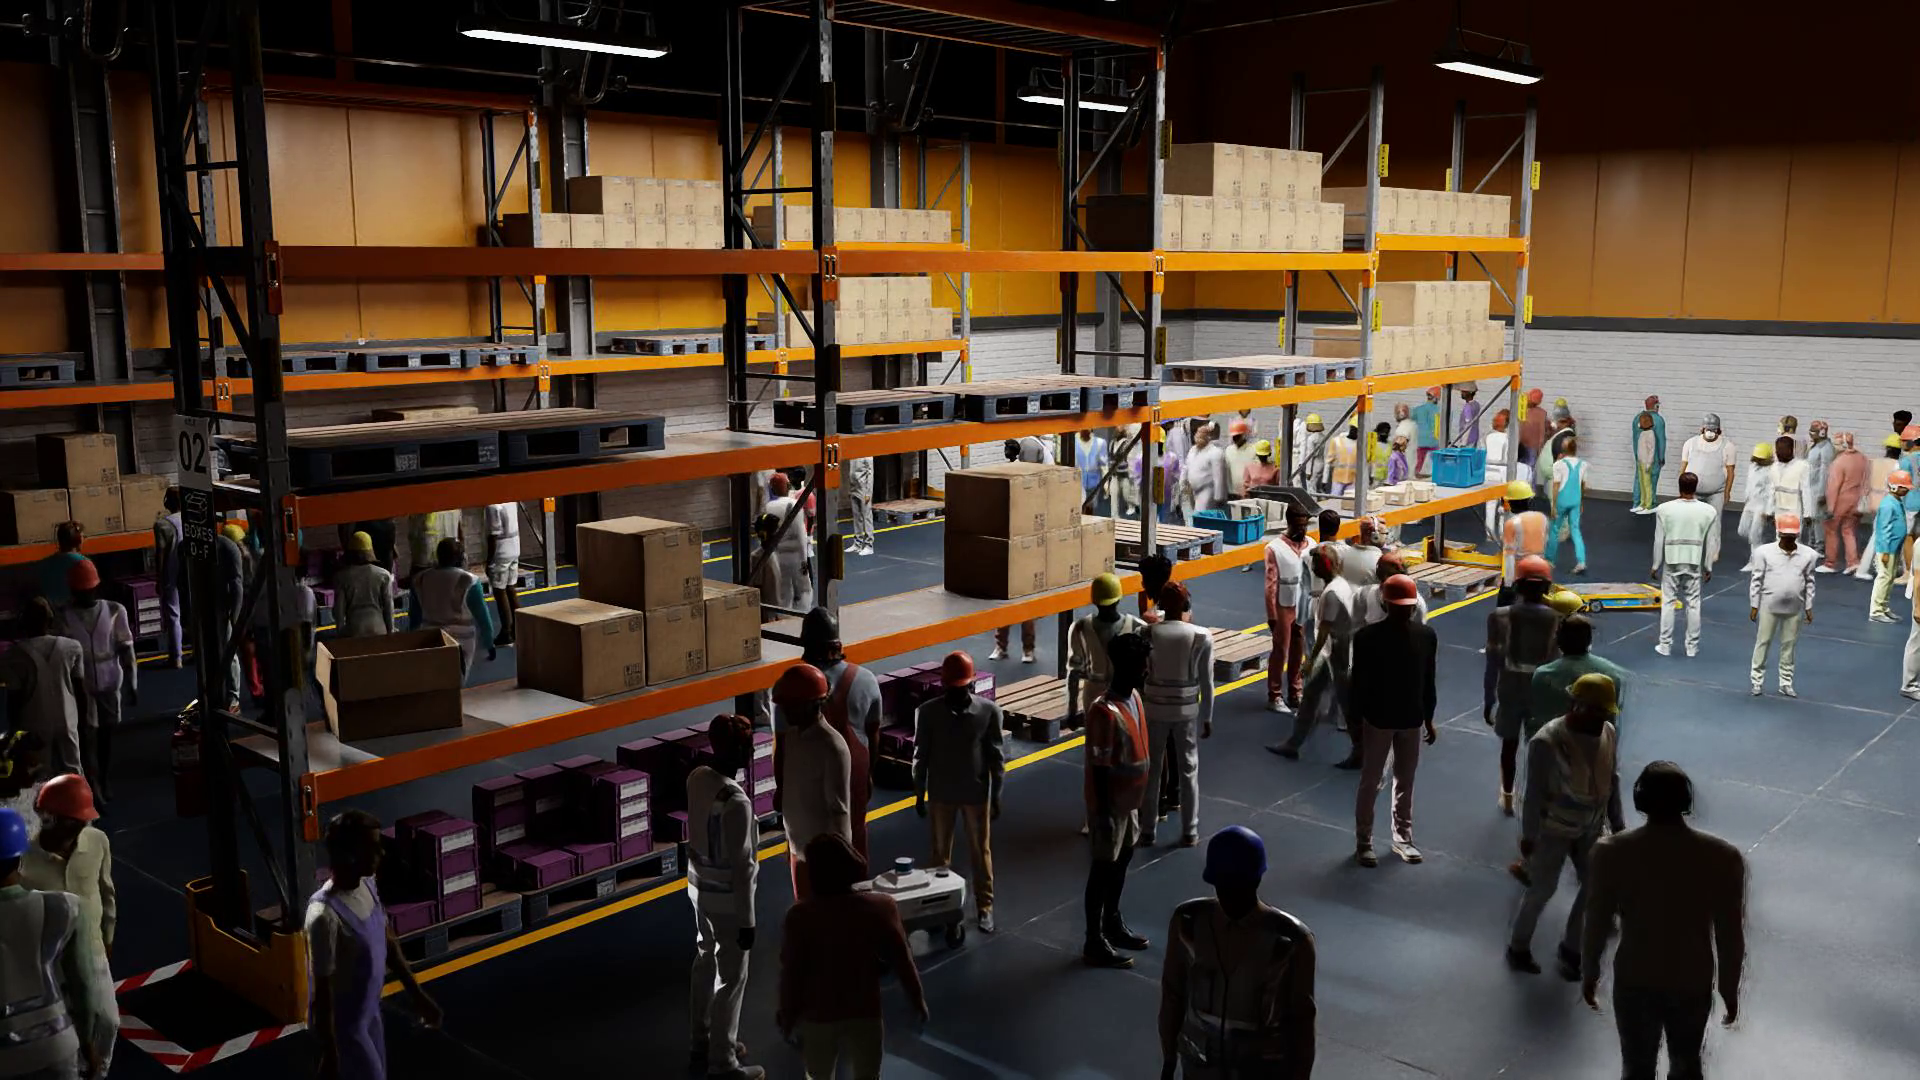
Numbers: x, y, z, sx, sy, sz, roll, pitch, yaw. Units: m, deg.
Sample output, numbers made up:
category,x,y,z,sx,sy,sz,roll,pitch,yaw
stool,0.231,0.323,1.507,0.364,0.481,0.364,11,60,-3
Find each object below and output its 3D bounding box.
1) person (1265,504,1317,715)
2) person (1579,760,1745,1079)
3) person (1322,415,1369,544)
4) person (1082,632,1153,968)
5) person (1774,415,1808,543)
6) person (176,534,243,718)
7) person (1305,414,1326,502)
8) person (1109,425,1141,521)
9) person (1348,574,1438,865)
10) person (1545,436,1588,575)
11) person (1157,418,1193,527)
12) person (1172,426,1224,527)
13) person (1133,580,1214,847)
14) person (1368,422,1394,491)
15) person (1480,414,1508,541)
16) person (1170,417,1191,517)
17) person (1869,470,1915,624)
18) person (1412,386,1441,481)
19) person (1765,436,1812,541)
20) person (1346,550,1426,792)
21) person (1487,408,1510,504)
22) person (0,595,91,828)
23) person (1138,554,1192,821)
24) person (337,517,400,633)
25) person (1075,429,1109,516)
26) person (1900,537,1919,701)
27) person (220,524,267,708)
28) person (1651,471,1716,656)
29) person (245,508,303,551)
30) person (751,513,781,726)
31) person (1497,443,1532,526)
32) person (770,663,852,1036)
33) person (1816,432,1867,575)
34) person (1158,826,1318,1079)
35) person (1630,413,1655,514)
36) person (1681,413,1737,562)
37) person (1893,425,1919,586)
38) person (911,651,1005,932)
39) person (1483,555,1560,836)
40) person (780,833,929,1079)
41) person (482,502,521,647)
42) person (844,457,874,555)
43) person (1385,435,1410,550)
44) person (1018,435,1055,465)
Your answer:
category,x,y,z,sx,sy,sz,roll,pitch,yaw
person,2.978,0.614,15.023,0.597,1.909,0.405,-7,12,-34
person,3.033,1.910,7.252,0.655,1.920,0.434,2,10,13
person,5.520,-0.847,23.792,0.656,1.895,0.482,1,10,4
person,0.916,1.490,9.653,0.376,1.959,0.608,5,11,26
person,11.583,-0.779,23.286,0.648,1.931,0.378,-6,11,-32
person,-6.664,0.639,14.774,0.627,1.940,0.372,2,10,12
person,5.457,-1.084,25.684,0.321,1.737,0.487,8,12,40
person,2.549,-0.999,25.537,0.655,1.617,0.528,-6,11,-34
person,2.930,1.205,11.226,0.625,1.992,0.386,-2,10,-10
person,7.974,-0.460,21.756,0.524,1.806,0.961,-2,10,-9
person,3.090,-0.979,24.587,0.935,1.879,0.617,0,10,2
person,3.188,-0.616,22.506,0.963,1.847,0.678,-3,10,-19
person,1.470,1.208,11.573,0.578,1.876,0.350,1,10,7
person,6.334,-0.976,25.227,0.533,1.677,0.643,-2,10,-11
person,7.828,-0.908,24.278,0.486,1.846,0.615,-9,13,-44
person,3.523,-1.322,26.530,0.386,1.929,0.548,-8,12,-38
person,10.515,0.071,18.761,0.349,1.740,0.575,8,12,39
person,8.012,-1.657,28.444,0.657,1.962,0.482,7,12,37
person,10.430,-0.359,20.900,0.437,1.879,0.683,-2,10,-15
person,3.362,0.976,13.024,0.561,1.855,0.830,7,12,36
person,9.140,-1.426,28.072,0.512,1.603,0.722,5,11,29
person,-6.158,1.281,11.225,0.346,1.846,0.506,9,13,43
person,1.456,1.070,12.142,0.368,1.959,0.602,6,11,32
person,-6.338,0.059,17.935,0.535,2.000,0.673,7,12,38
person,1.745,-0.790,23.198,0.613,1.994,1.053,-1,10,-4
person,9.013,0.580,15.439,0.560,1.836,0.394,-5,11,-28
person,-6.453,0.690,15.124,0.527,1.721,0.581,8,12,40
person,7.461,0.249,17.165,0.596,1.916,0.372,2,10,12
person,-7.163,0.205,17.440,0.374,1.912,0.595,7,12,38
person,-1.693,0.690,14.670,0.328,1.874,0.517,1,10,8
person,7.331,-0.456,22.034,0.540,1.695,0.317,-6,11,-31
person,-0.785,1.620,8.792,0.408,1.986,0.617,-6,11,-32
person,11.453,-0.468,21.553,0.746,1.879,0.586,-5,11,-29
person,1.056,2.033,6.424,0.617,1.946,0.393,5,11,26
person,11.045,-1.230,26.844,0.276,1.631,0.507,1,10,5
person,10.133,-0.723,22.600,0.679,2.000,0.535,6,11,32
person,11.964,-0.436,20.950,0.613,2.025,0.453,-5,11,-29
person,-0.010,1.521,10.087,0.572,1.744,0.340,1,10,3
person,4.053,1.101,11.857,0.621,1.996,1.018,3,10,17
person,-0.451,2.063,7.225,0.657,1.626,0.358,-2,10,-13
person,-4.858,0.157,17.614,0.375,1.958,0.600,1,10,5
person,-1.401,-0.664,23.136,0.295,1.744,0.491,-8,12,-40
person,6.172,-0.669,23.505,0.318,1.631,0.523,6,11,33
person,1.065,-0.809,23.114,0.535,2.000,0.685,0,10,1
